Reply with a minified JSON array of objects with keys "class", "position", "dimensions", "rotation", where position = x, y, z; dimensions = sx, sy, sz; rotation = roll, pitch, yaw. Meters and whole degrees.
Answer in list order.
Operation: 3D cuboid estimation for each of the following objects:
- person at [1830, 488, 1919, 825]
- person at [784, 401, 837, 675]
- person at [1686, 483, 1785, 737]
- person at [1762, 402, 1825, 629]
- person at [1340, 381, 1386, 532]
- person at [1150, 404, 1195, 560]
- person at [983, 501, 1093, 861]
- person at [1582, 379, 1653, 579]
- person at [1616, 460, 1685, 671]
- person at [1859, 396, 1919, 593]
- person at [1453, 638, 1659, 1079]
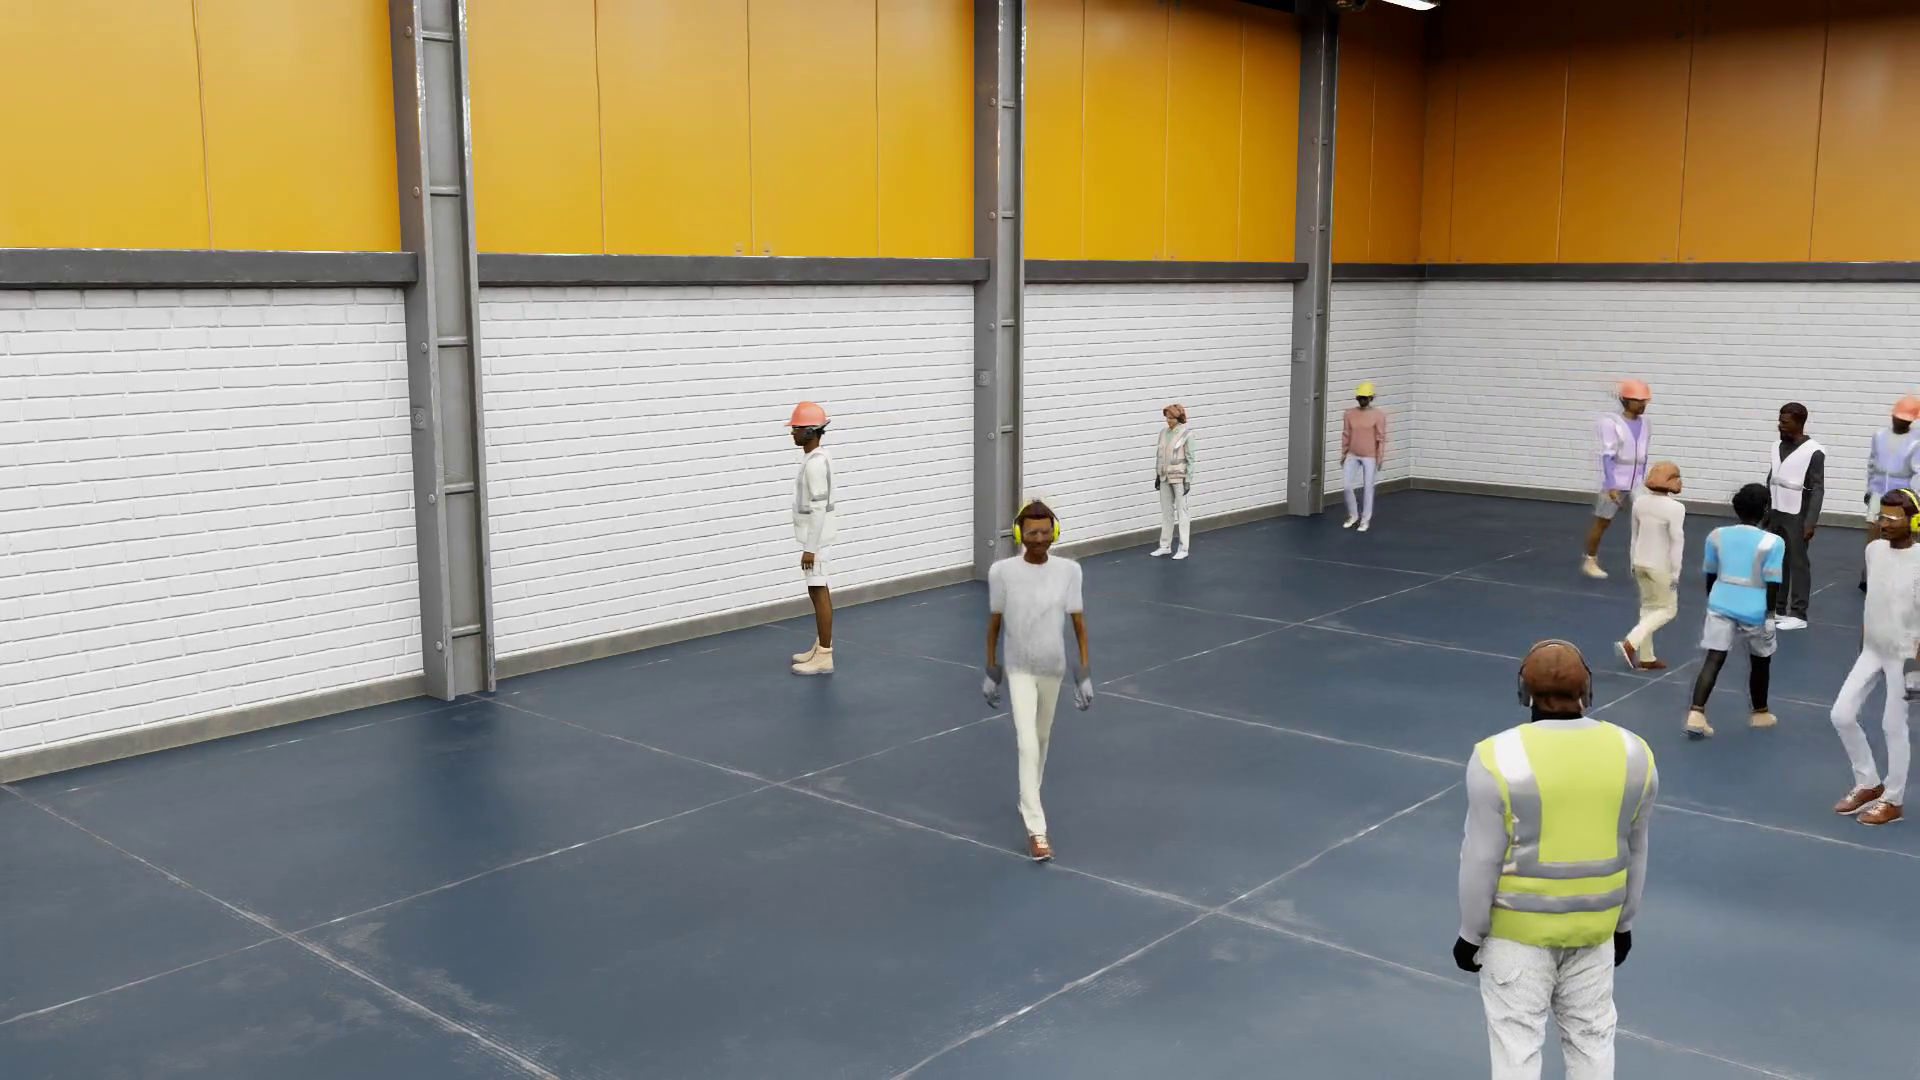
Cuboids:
[{"class":"person","position":[4.971,0.637,8.947],"dimensions":[0.481,1.847,0.544],"rotation":[-3,9,-16]},{"class":"person","position":[-1.113,-0.016,12.445],"dimensions":[0.378,2.045,0.605],"rotation":[0,9,-2]},{"class":"person","position":[5.016,0.452,10.729],"dimensions":[0.856,1.657,0.541],"rotation":[-7,11,-37]},{"class":"person","position":[7.028,-0.206,14.044],"dimensions":[0.370,1.915,0.597],"rotation":[-2,9,-11]},{"class":"person","position":[4.648,-0.962,19.280],"dimensions":[0.557,1.750,0.430],"rotation":[6,11,35]},{"class":"person","position":[2.251,-0.616,17.480],"dimensions":[0.310,1.640,0.514],"rotation":[-7,11,-38]},{"class":"person","position":[0.413,0.692,8.715],"dimensions":[0.542,1.819,0.973],"rotation":[-1,9,-9]},{"class":"person","position":[6.416,-0.546,15.993],"dimensions":[0.623,1.983,1.075],"rotation":[-3,9,-18]},{"class":"person","position":[5.127,0.210,12.376],"dimensions":[0.519,1.620,0.506],"rotation":[-4,10,-21]},{"class":"person","position":[8.718,-0.427,15.595],"dimensions":[0.975,1.860,0.616],"rotation":[-7,11,-37]},{"class":"person","position":[1.868,1.222,5.318],"dimensions":[0.625,1.840,0.430],"rotation":[-1,9,-8]}]
